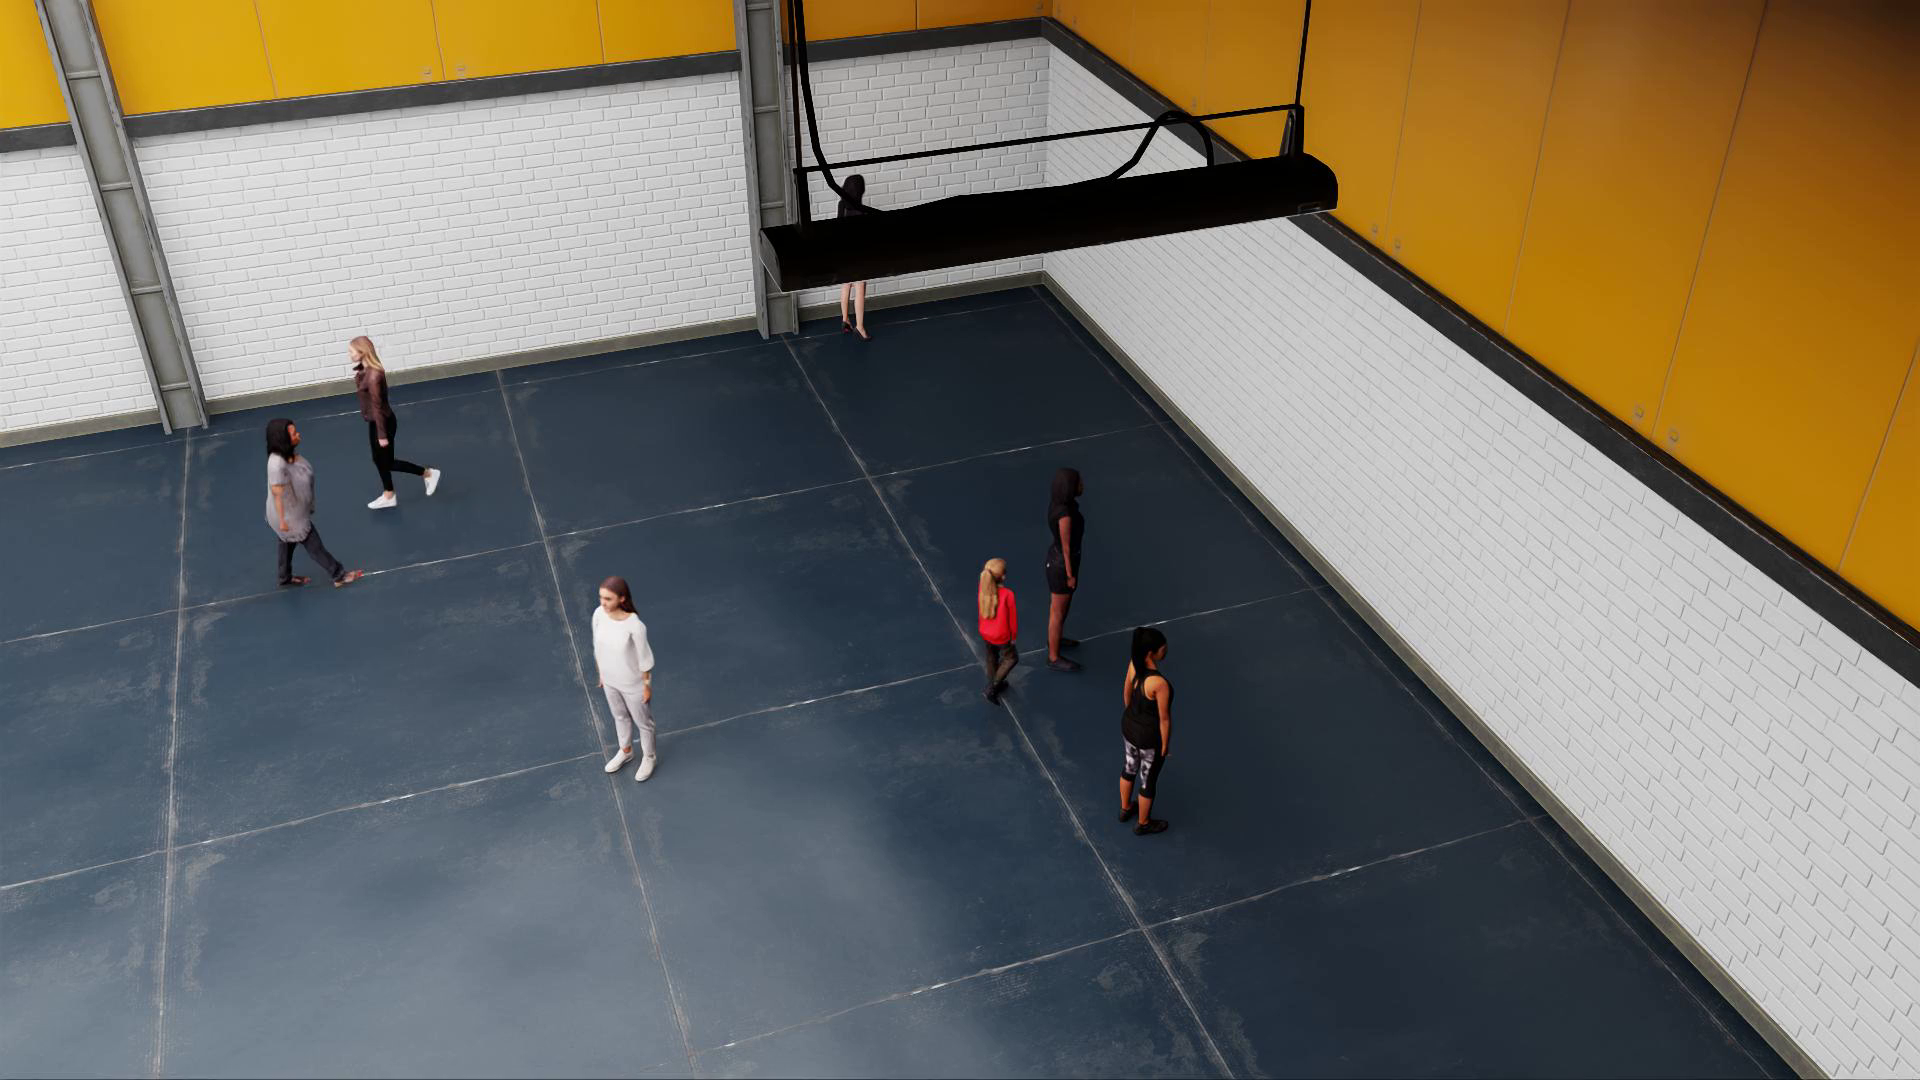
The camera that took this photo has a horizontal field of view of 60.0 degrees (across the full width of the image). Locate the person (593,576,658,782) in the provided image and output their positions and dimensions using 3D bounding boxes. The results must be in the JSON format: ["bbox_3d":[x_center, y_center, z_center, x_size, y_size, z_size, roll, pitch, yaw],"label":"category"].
[{"bbox_3d":[-2.355,0.952,11.716,0.680,1.688,0.739,15,36,21],"label":"person"}]

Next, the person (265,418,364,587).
[{"bbox_3d":[-5.566,-0.252,13.630,0.924,1.573,0.645,-10,35,-15],"label":"person"}]

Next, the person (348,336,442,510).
[{"bbox_3d":[-5.034,-1.024,14.690,0.904,1.687,0.651,-14,36,-20],"label":"person"}]

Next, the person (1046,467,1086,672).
[{"bbox_3d":[0.793,0.208,12.789,0.648,1.740,0.657,2,34,3],"label":"person"}]

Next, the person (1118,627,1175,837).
[{"bbox_3d":[1.251,1.281,11.245,0.570,1.662,0.616,-19,38,-26],"label":"person"}]

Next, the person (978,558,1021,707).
[{"bbox_3d":[0.252,0.713,12.447,0.669,1.277,0.750,23,40,30],"label":"person"}]

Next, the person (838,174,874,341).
[{"bbox_3d":[-1.119,-2.977,17.524,0.598,1.803,0.656,-23,40,-30],"label":"person"}]
